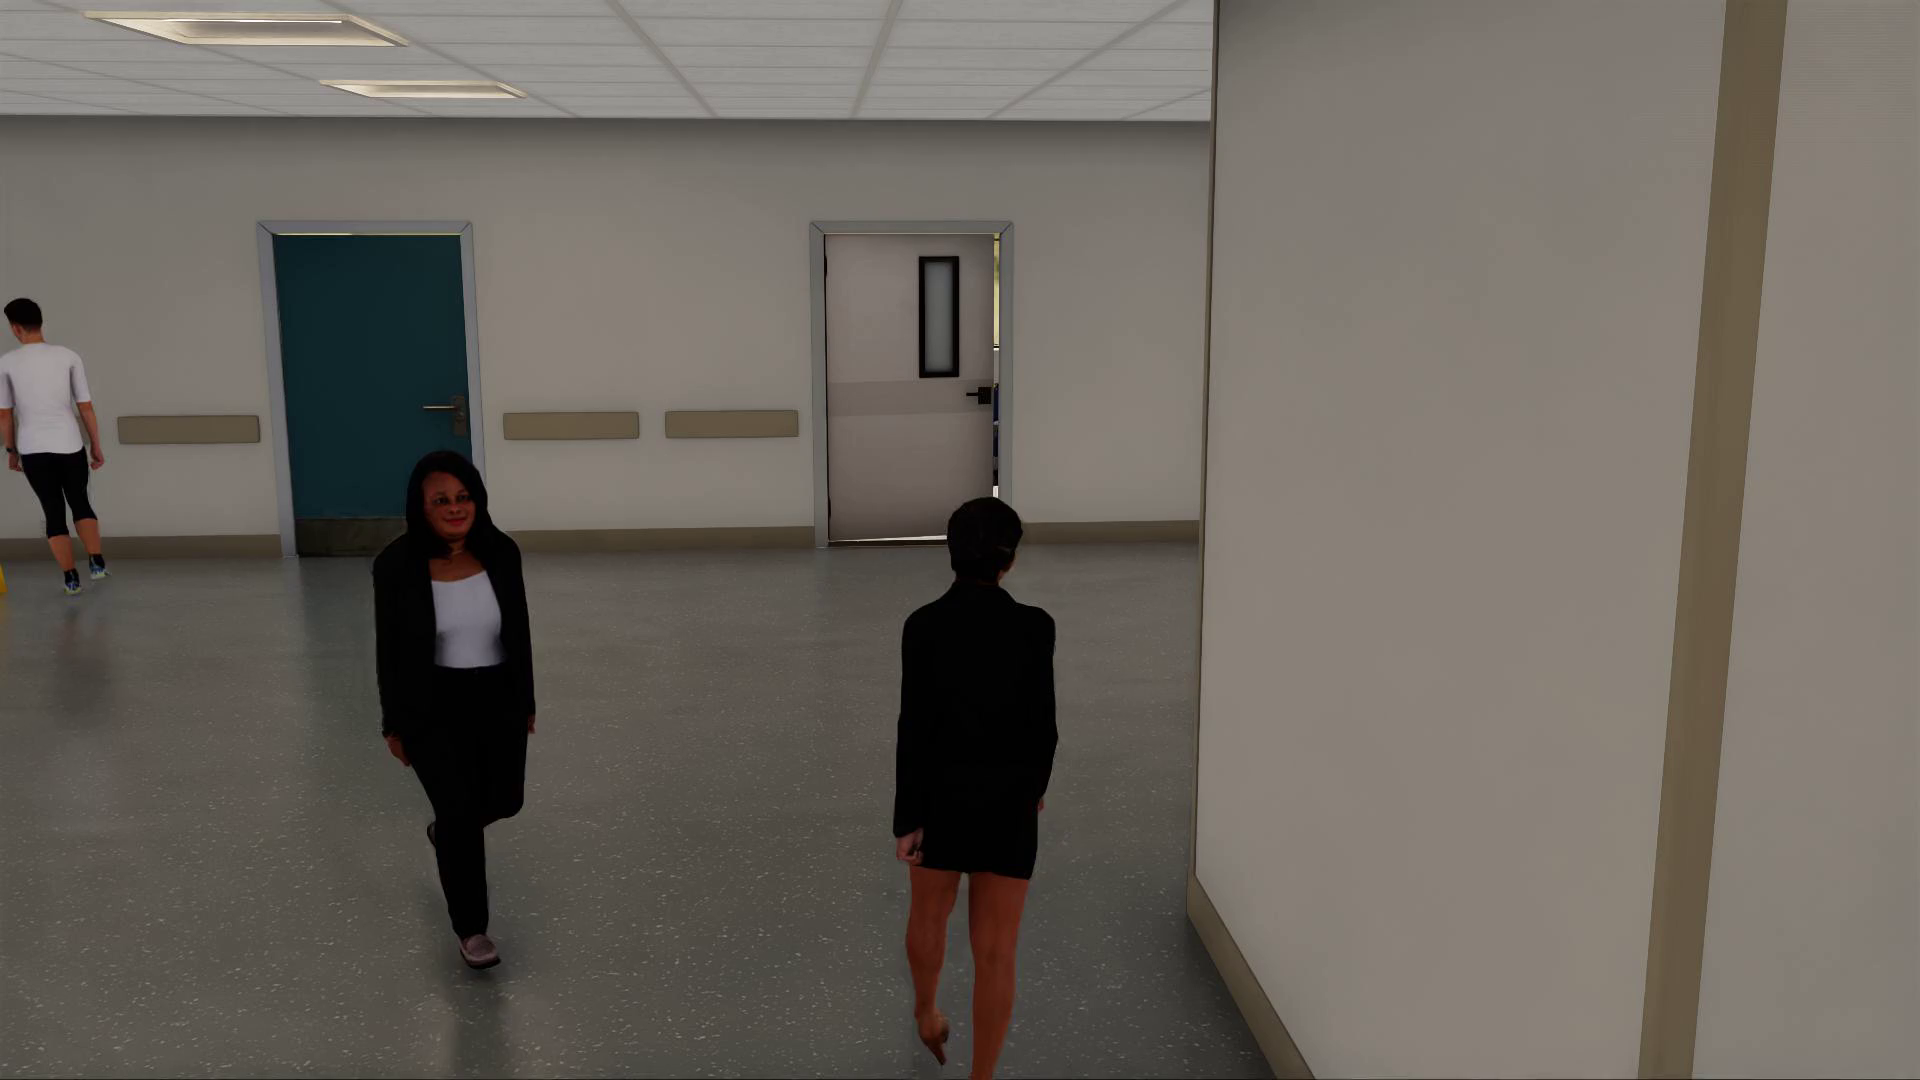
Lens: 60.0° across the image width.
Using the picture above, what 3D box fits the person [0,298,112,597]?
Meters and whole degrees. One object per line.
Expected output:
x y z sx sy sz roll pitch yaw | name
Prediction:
-5.574 -0.545 10.195 0.743 1.830 0.870 -6 12 -28 | person

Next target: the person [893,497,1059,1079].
0.051 0.730 4.046 0.809 1.615 0.653 -1 11 -3 | person

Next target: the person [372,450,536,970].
-1.592 0.514 5.229 0.972 1.600 0.980 -8 14 -37 | person
